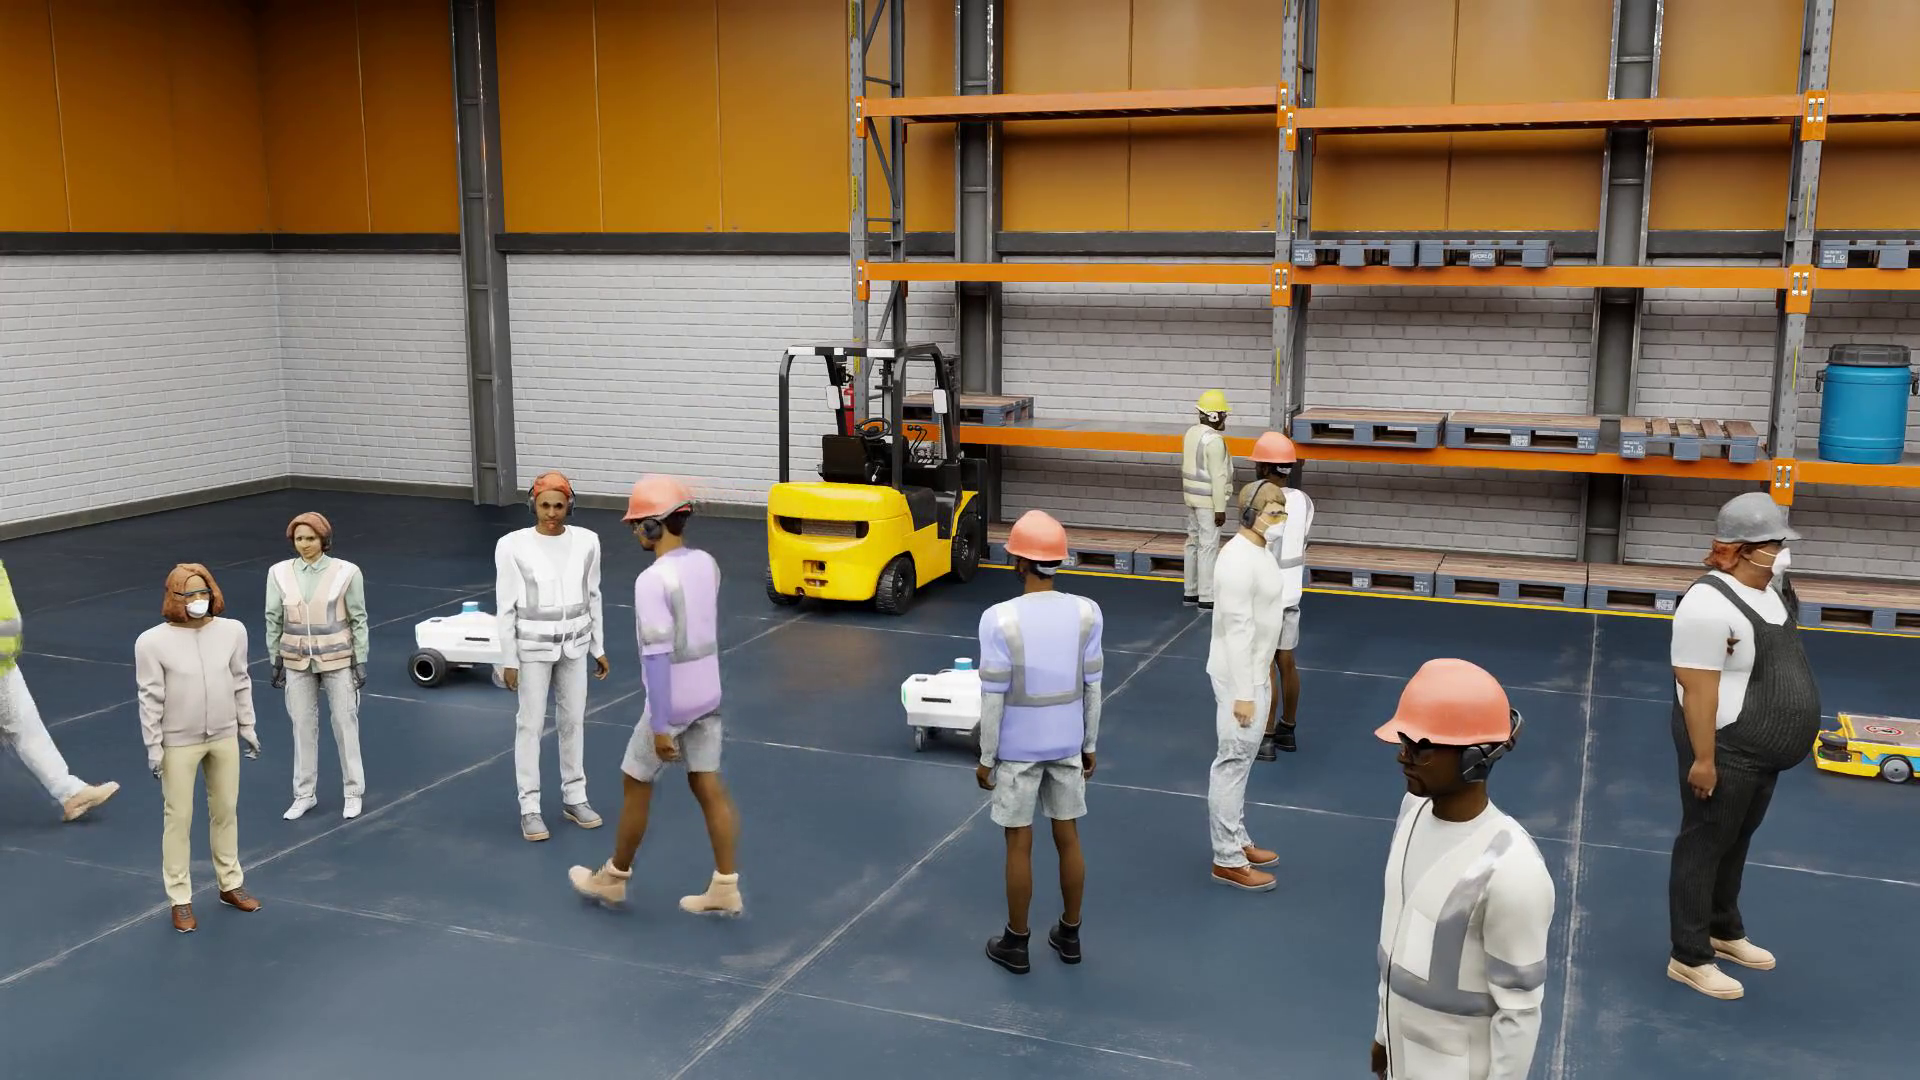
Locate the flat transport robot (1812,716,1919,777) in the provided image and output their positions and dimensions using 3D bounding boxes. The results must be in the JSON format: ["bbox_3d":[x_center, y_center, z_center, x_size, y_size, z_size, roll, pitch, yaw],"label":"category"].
[{"bbox_3d":[5.671,1.215,9.481,1.431,0.197,0.652,4,11,23],"label":"flat transport robot"}]

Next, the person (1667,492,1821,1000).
[{"bbox_3d":[3.191,0.817,6.766,0.538,2.000,0.687,10,14,44],"label":"person"}]

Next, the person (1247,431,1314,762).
[{"bbox_3d":[1.820,0.330,9.767,0.354,1.939,0.544,9,14,42],"label":"person"}]

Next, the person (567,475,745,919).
[{"bbox_3d":[-1.379,0.707,7.493,0.937,2.004,0.623,4,11,23],"label":"person"}]

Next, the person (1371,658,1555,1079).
[{"bbox_3d":[1.181,1.291,4.120,0.375,2.044,0.605,-2,10,-13],"label":"person"}]

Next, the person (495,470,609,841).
[{"bbox_3d":[-2.082,0.579,8.525,0.572,1.886,0.355,-8,13,-37],"label":"person"}]

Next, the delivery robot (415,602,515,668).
[{"bbox_3d":[-3.365,0.670,11.467,0.707,0.478,0.477,2,10,10],"label":"delivery robot"}]

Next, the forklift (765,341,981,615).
[{"bbox_3d":[-0.739,-0.602,14.246,1.214,2.155,2.313,4,11,21],"label":"forklift"}]

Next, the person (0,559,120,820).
[{"bbox_3d":[-4.876,0.635,8.441,0.949,1.798,0.656,-2,10,-12],"label":"person"}]

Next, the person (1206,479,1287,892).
[{"bbox_3d":[1.363,0.669,7.892,0.373,1.936,0.627,3,11,17],"label":"person"}]

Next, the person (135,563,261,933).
[{"bbox_3d":[-3.380,0.904,7.416,0.280,1.634,0.498,9,13,41],"label":"person"}]

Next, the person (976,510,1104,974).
[{"bbox_3d":[0.322,0.838,6.925,0.551,1.942,0.345,-4,11,-21],"label":"person"}]

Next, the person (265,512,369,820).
[{"bbox_3d":[-3.373,0.662,8.755,0.522,1.637,0.305,0,10,-3],"label":"person"}]

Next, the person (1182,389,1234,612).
[{"bbox_3d":[2.046,-0.325,13.710,0.403,1.830,0.598,-3,11,-17],"label":"person"}]

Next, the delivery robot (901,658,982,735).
[{"bbox_3d":[0.016,0.948,9.918,0.707,0.478,0.477,3,10,13],"label":"delivery robot"}]
